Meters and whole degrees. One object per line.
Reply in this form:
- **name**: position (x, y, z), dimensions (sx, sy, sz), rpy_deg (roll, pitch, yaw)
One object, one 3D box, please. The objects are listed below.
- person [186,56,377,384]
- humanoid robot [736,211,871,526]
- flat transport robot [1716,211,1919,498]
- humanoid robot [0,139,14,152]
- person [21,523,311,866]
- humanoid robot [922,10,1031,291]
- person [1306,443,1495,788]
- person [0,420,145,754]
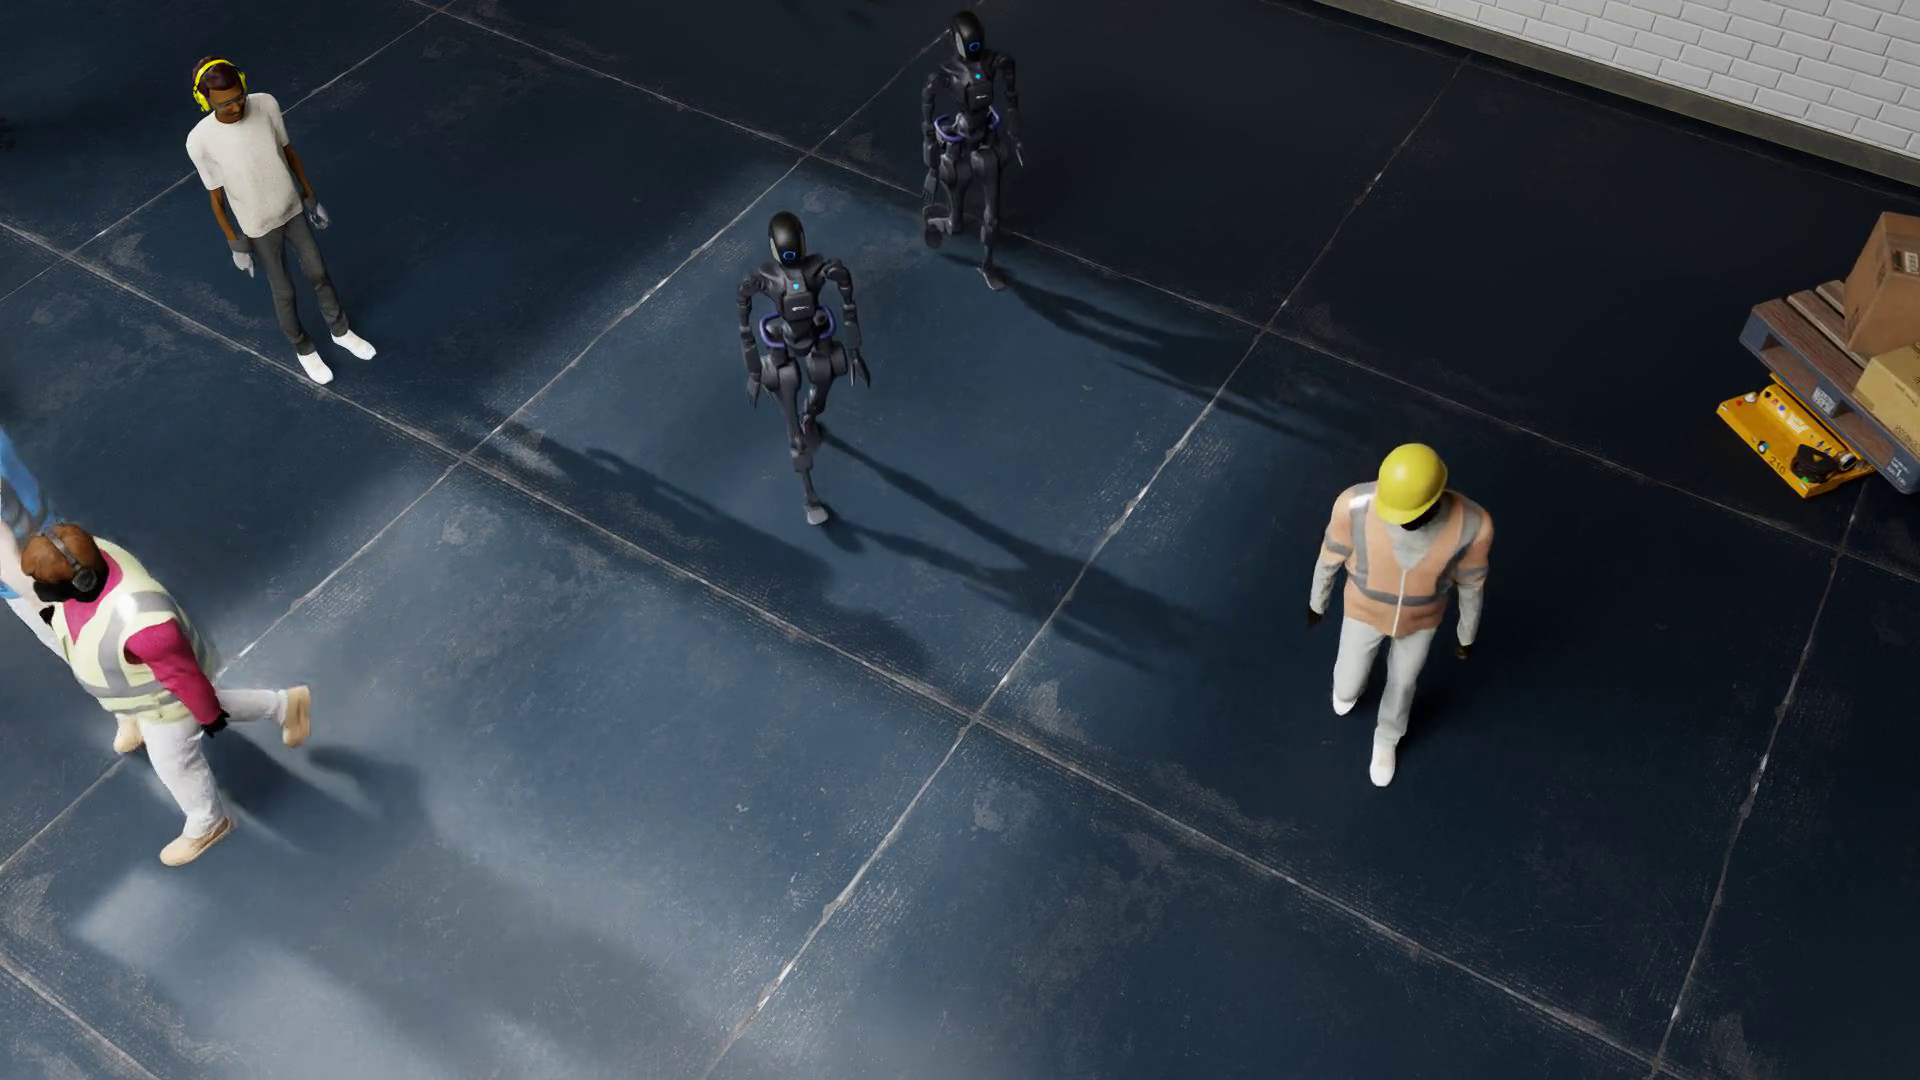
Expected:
- **person**: position (-3.333, -1.546, 8.119), dimensions (0.352, 1.854, 0.516), rpy_deg (30, 55, 24)
- **humanoid robot**: position (-0.711, -0.845, 7.652), dimensions (0.586, 1.629, 0.808), rpy_deg (-12, 50, -11)
- **flat transport robot**: position (4.638, -0.680, 8.410), dimensions (1.431, 0.231, 0.659), rpy_deg (-17, 51, -15)
- **humanoid robot**: position (-5.888, -2.903, 9.424), dimensions (0.347, 1.653, 0.610), rpy_deg (-10, 50, -9)
- **person**: position (-3.000, 0.494, 6.354), dimensions (0.760, 1.818, 0.624), rpy_deg (-36, 58, -27)
- **humanoid robot**: position (0.046, -2.080, 8.708), dimensions (0.611, 1.641, 0.532), rpy_deg (-22, 52, -18)
- **person**: position (1.705, 0.254, 6.514), dimensions (0.655, 1.895, 0.517), rpy_deg (7, 49, 6)
- **person**: position (-3.784, 0.116, 6.700), dimensions (0.445, 1.802, 0.777), rpy_deg (-20, 52, -16)
